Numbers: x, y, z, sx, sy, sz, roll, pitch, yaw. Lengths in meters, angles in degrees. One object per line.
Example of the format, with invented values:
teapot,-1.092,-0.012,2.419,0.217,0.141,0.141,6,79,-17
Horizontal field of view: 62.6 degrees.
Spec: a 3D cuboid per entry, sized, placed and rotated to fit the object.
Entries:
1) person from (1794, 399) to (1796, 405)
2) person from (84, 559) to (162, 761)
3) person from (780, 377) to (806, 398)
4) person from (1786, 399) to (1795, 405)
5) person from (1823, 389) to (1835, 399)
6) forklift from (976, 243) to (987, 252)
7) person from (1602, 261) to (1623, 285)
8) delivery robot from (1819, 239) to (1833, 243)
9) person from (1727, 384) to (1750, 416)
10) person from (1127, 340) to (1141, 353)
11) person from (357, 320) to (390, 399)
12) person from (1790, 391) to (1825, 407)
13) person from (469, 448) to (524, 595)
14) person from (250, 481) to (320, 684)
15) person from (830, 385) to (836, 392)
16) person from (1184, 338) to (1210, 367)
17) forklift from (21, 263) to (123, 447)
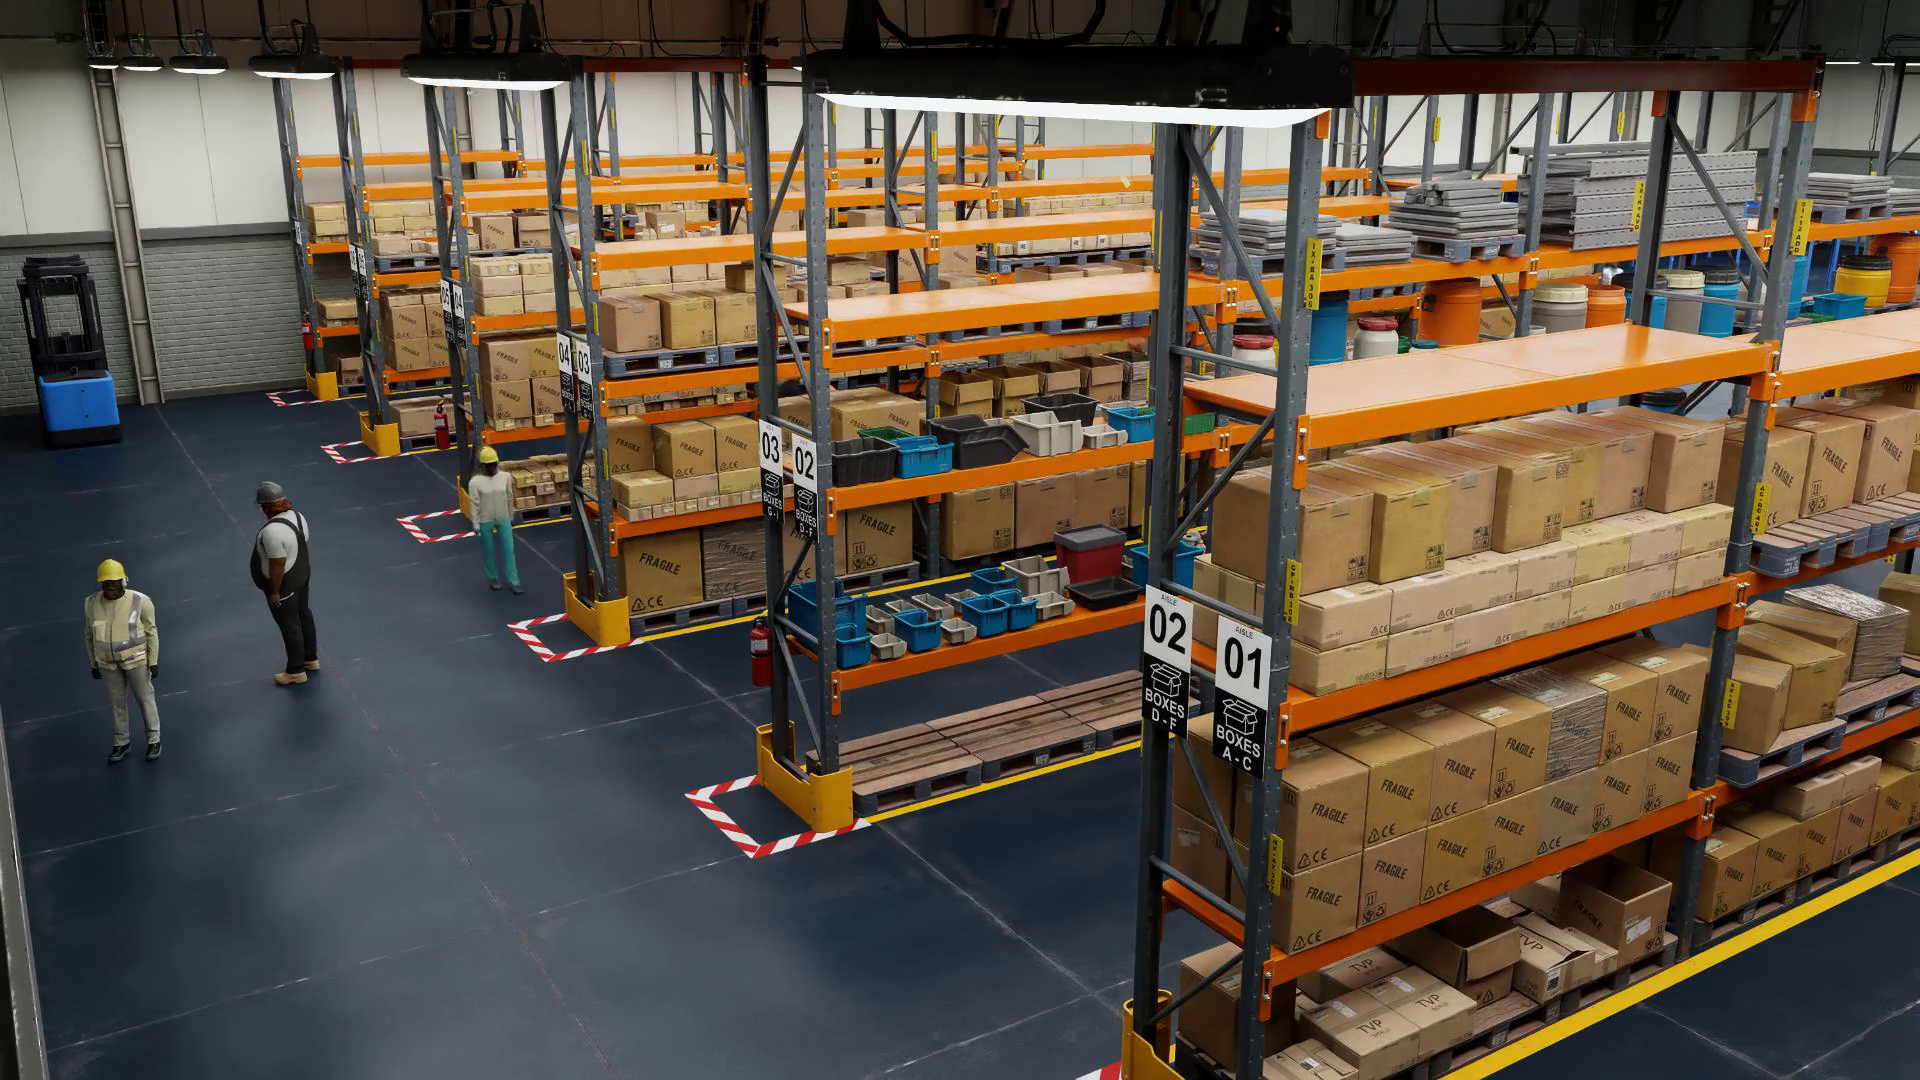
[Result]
person,14.535,-2.974,27.044,0.430,1.845,0.624,-2,17,-5
person,-7.349,1.049,13.861,0.591,1.837,0.403,-2,17,-7
person,-2.408,-1.607,22.375,0.906,1.967,0.631,-11,20,-33
person,15.379,-3.365,28.083,1.052,1.993,0.610,-4,18,-14
person,12.625,-1.524,22.671,0.992,1.625,0.541,-3,17,-11
forklift,0.988,-5.474,34.718,1.214,2.155,2.313,-10,20,-31
person,15.038,-5.747,36.531,0.523,1.599,0.847,0,17,1
delivery robot,28.691,-10.111,52.529,0.707,0.478,0.477,4,18,14
person,11.736,-1.991,23.677,0.363,1.928,0.587,-2,17,-7
person,2.784,-2.215,24.562,0.901,1.848,0.588,-13,21,-37
person,-9.791,-2.736,26.141,0.575,1.906,0.755,15,22,39
person,12.455,-1.842,23.280,0.328,1.876,0.513,-12,21,-35
person,-5.330,-0.202,18.133,0.543,1.721,0.871,-11,20,-32
person,-6.733,0.419,15.655,0.535,2.000,0.686,0,17,1
person,-1.652,-0.959,20.089,0.364,2.048,0.611,-12,21,-34
person,3.591,-2.166,24.186,0.837,1.967,0.630,-13,21,-37
forklift,-14.518,-3.079,25.708,1.129,2.768,1.873,-10,20,-31
